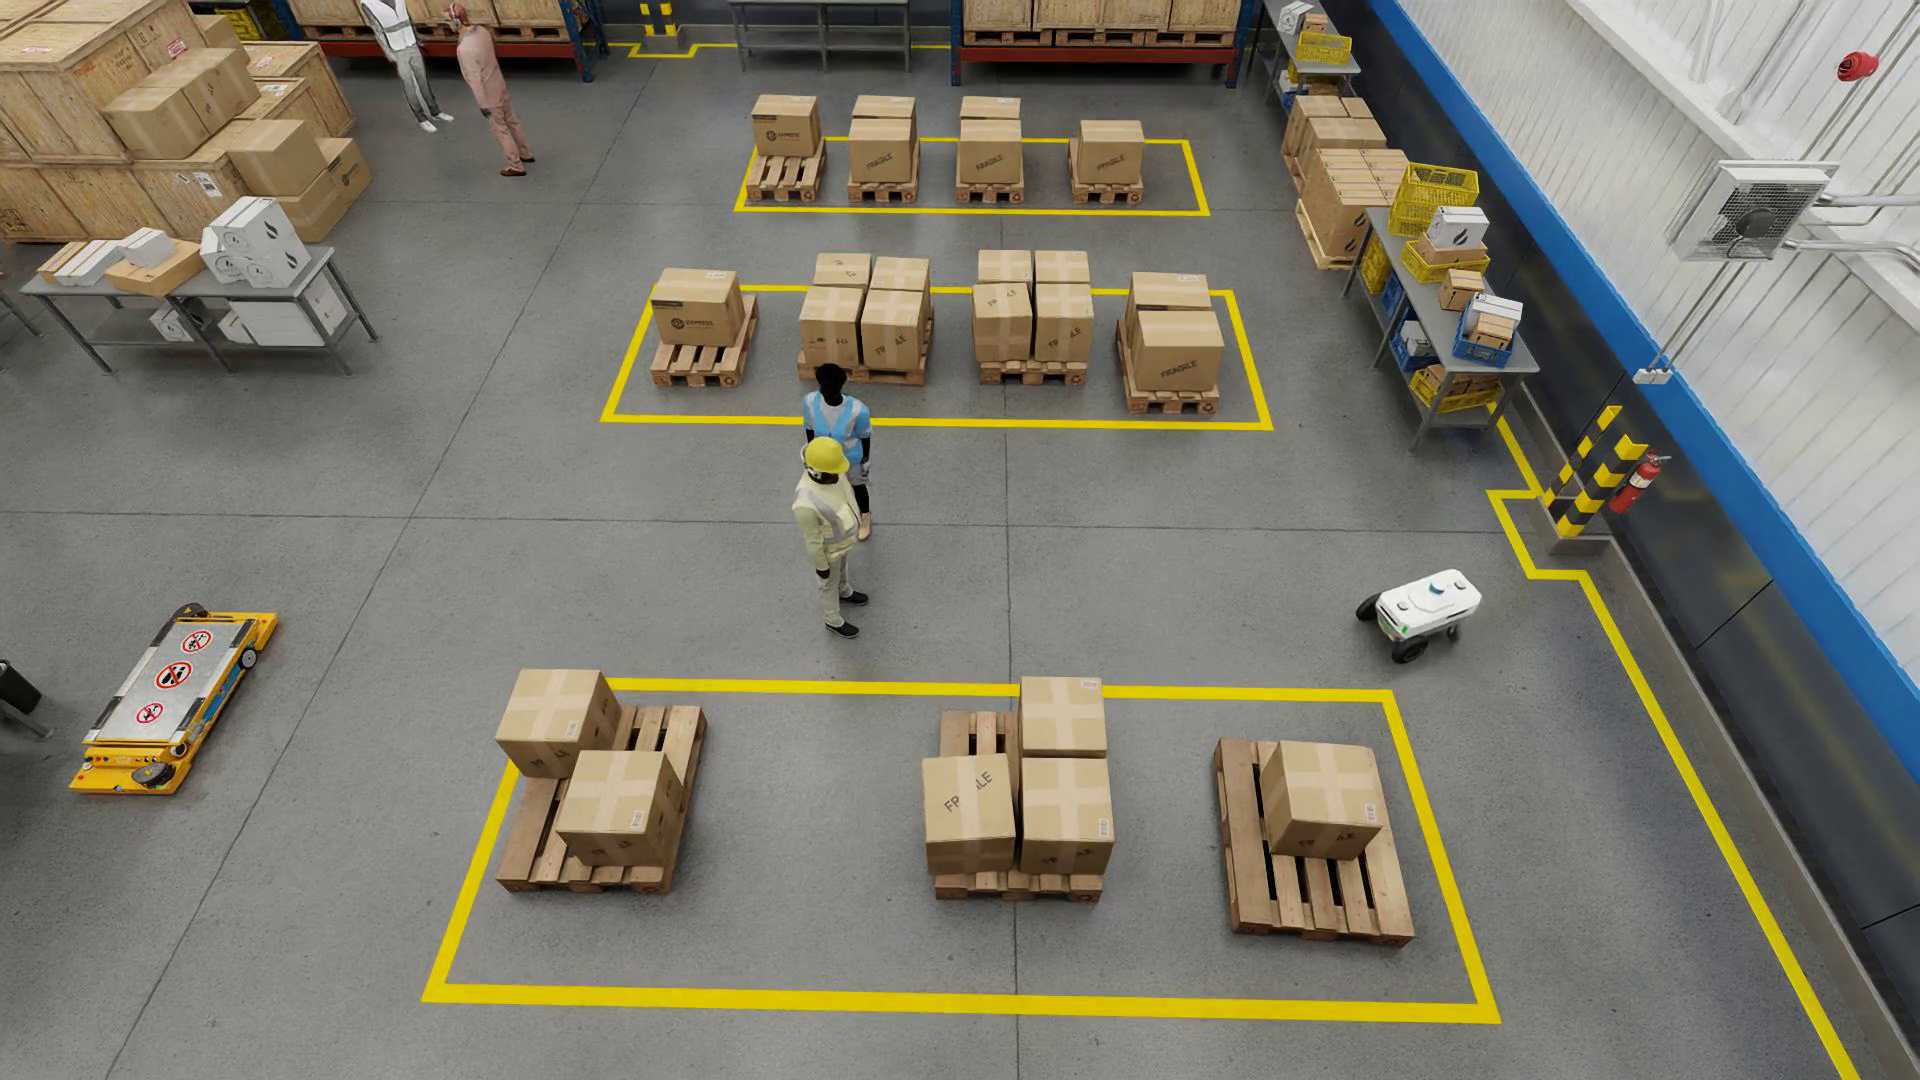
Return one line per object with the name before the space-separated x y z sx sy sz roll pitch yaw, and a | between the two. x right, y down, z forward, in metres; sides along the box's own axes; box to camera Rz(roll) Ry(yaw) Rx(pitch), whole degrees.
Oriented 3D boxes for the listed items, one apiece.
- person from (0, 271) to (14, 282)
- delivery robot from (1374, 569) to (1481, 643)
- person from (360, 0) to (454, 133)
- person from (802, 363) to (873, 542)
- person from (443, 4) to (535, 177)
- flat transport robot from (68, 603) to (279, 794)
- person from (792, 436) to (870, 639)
person | -10.530 -3.475 9.281 0.630 1.832 0.511 -12 51 -10
delivery robot | 3.415 0.469 6.708 0.707 0.478 0.477 -17 52 -14
person | -6.990 -6.178 11.508 0.397 1.915 0.587 18 52 14
person | -0.912 -0.649 6.968 0.535 1.700 0.318 10 50 8
person | -5.529 -5.245 10.733 0.401 1.900 0.651 2 50 2
flat transport robot | -5.504 1.072 6.442 0.652 0.197 1.431 1 50 1
person | -0.878 -0.021 6.357 0.403 1.823 0.586 9 50 8
